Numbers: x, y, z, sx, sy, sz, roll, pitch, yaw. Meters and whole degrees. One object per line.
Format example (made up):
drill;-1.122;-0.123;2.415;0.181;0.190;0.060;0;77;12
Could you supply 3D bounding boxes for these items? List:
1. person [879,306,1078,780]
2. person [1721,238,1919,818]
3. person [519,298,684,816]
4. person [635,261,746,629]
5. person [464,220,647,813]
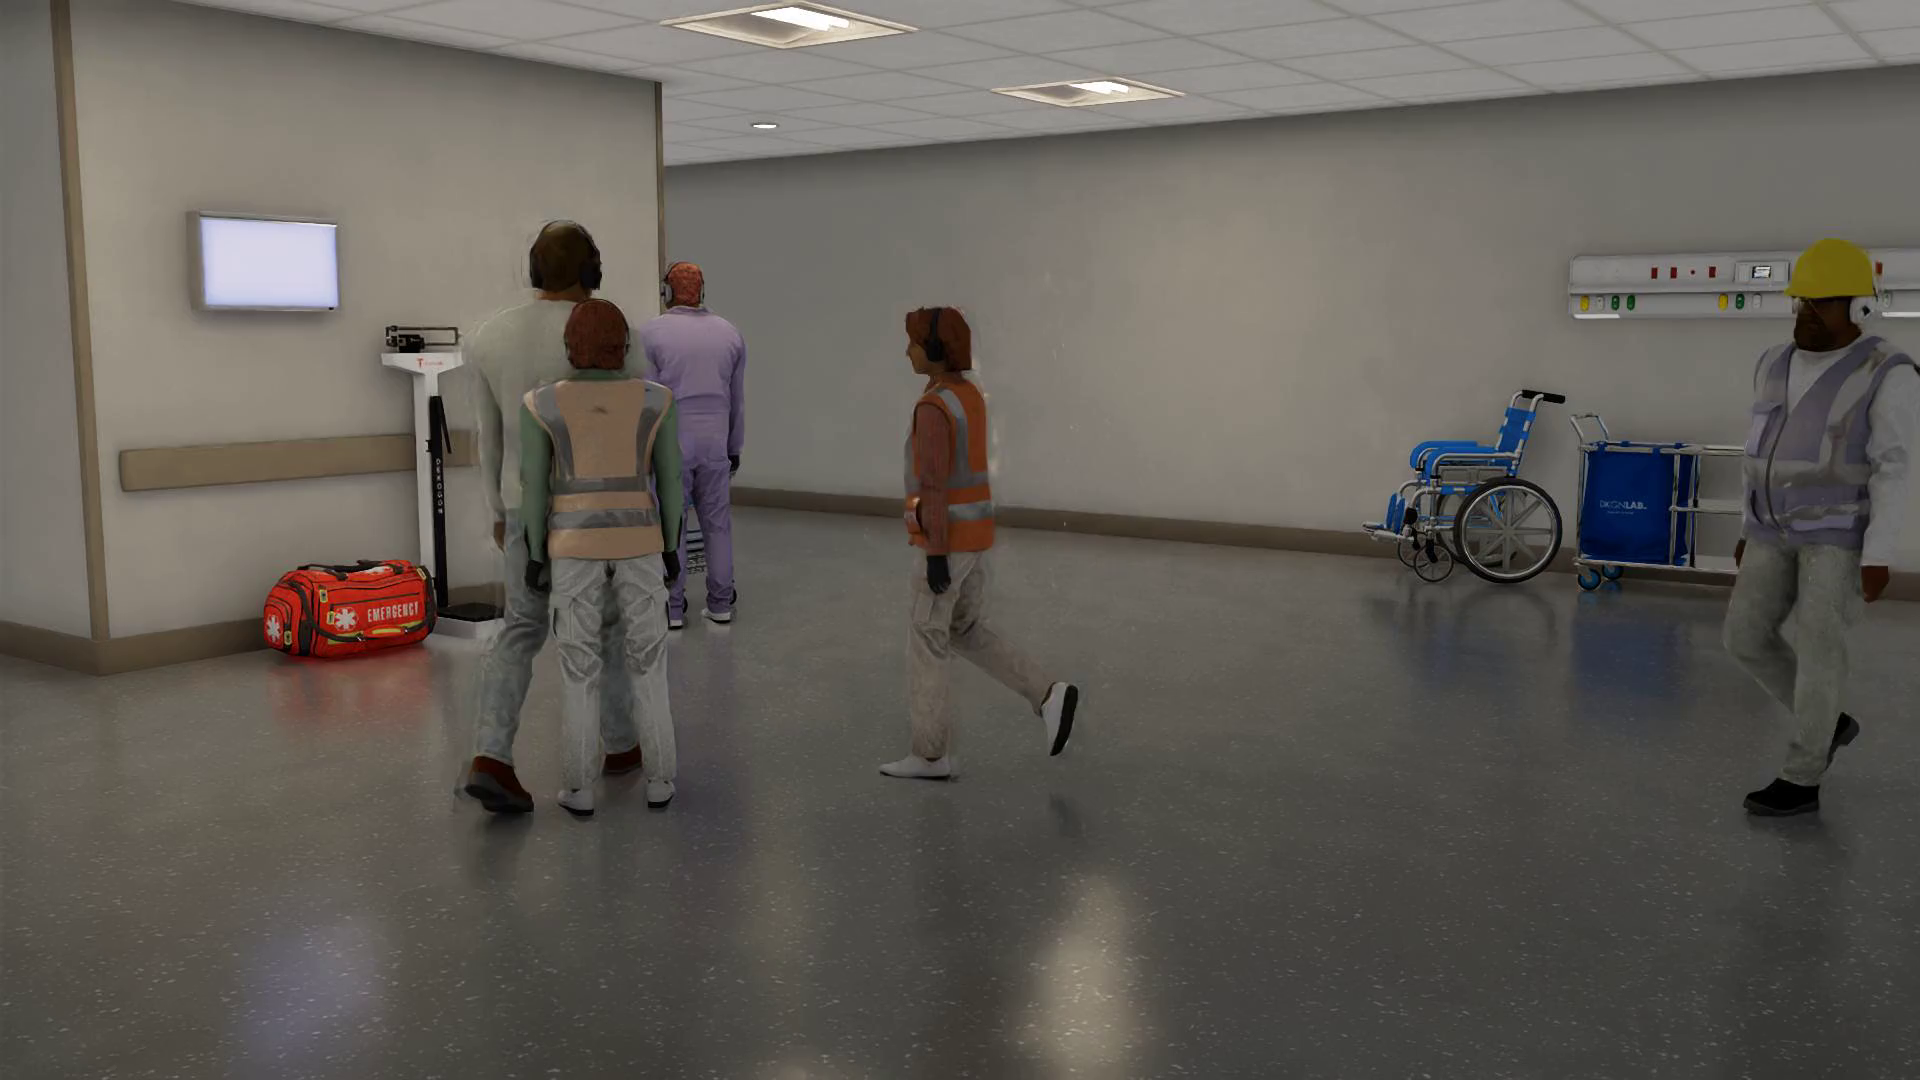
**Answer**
person;0.056;0.020;5.644;0.601;1.623;0.527;2;7;17
person;2.722;-0.032;5.267;0.472;1.818;0.617;-3;8;-20
person;-1.132;0.056;5.291;0.515;1.641;0.314;-2;7;-17
person;-1.426;-0.490;8.668;0.648;1.902;0.399;-6;9;-38
person;-1.314;-0.085;5.416;0.633;1.910;0.961;1;7;11
